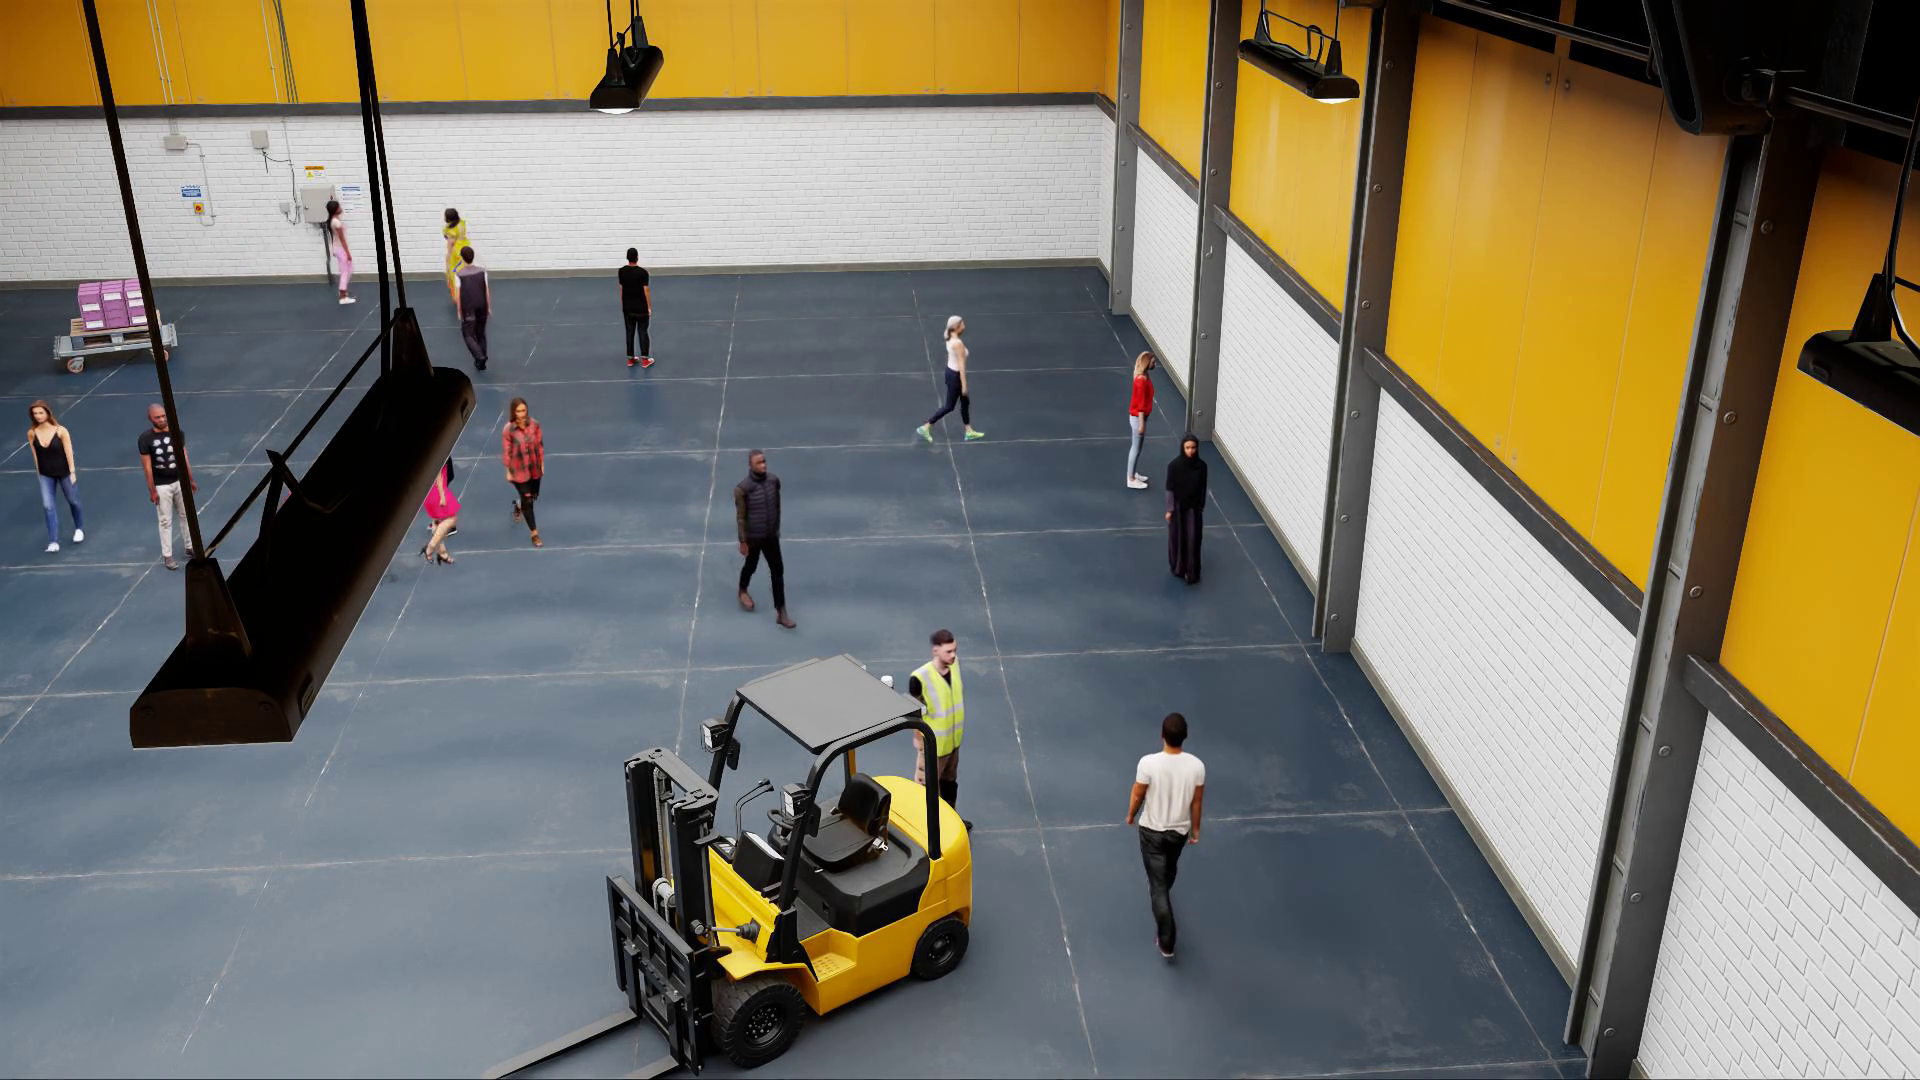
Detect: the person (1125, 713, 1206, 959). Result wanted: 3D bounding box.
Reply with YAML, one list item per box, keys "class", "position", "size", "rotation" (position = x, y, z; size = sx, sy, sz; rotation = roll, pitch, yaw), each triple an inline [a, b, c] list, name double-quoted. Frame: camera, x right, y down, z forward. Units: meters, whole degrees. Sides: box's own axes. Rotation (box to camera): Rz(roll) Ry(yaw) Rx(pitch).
- class: "person"
  position: [1.458, 2.098, 11.746]
  size: [0.703, 1.764, 1.138]
  rotation: [-3, 24, -7]

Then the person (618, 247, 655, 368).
- class: "person"
  position: [-4.760, -3.411, 24.358]
  size: [0.672, 1.756, 0.635]
  rotation: [4, 24, 9]

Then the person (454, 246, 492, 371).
- class: "person"
  position: [-6.976, -3.300, 24.009]
  size: [0.888, 1.833, 1.015]
  rotation: [-15, 28, -31]

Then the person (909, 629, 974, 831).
- class: "person"
  position: [-0.160, 1.514, 12.979]
  size: [0.916, 1.846, 0.855]
  rotation: [18, 29, 35]

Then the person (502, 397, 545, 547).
- class: "person"
  position: [-4.855, -0.796, 18.476]
  size: [0.959, 1.676, 1.125]
  rotation: [-17, 29, -34]

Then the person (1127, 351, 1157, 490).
- class: "person"
  position: [2.157, -1.453, 19.948]
  size: [0.702, 1.702, 0.505]
  rotation: [2, 24, 4]

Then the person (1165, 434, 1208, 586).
- class: "person"
  position: [2.371, -0.383, 17.613]
  size: [0.664, 1.611, 0.927]
  rotation: [1, 24, 3]

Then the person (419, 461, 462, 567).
- class: "person"
  position: [-5.684, -0.500, 17.748]
  size: [0.830, 1.717, 0.782]
  rotation: [-20, 31, -39]

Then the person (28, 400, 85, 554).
- class: "person"
  position: [-9.944, -0.756, 18.363]
  size: [0.647, 1.694, 0.939]
  rotation: [-5, 24, -10]

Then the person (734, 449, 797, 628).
- class: "person"
  position: [-2.048, -0.049, 16.625]
  size: [1.145, 1.791, 1.311]
  rotation: [-18, 29, -36]

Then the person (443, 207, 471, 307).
- class: "person"
  position: [-8.280, -4.714, 27.490]
  size: [1.076, 1.635, 0.988]
  rotation: [15, 28, 30]

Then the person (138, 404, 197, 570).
- class: "person"
  position: [-8.506, -0.613, 17.896]
  size: [0.812, 1.805, 0.756]
  rotation: [19, 30, 37]

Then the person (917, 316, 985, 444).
- class: "person"
  position: [-0.149, -2.018, 21.276]
  size: [0.831, 1.672, 1.140]
  rotation: [-7, 24, -15]

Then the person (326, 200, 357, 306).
- class: "person"
  position: [-10.284, -4.715, 27.380]
  size: [0.776, 1.725, 0.693]
  rotation: [-17, 29, -33]
